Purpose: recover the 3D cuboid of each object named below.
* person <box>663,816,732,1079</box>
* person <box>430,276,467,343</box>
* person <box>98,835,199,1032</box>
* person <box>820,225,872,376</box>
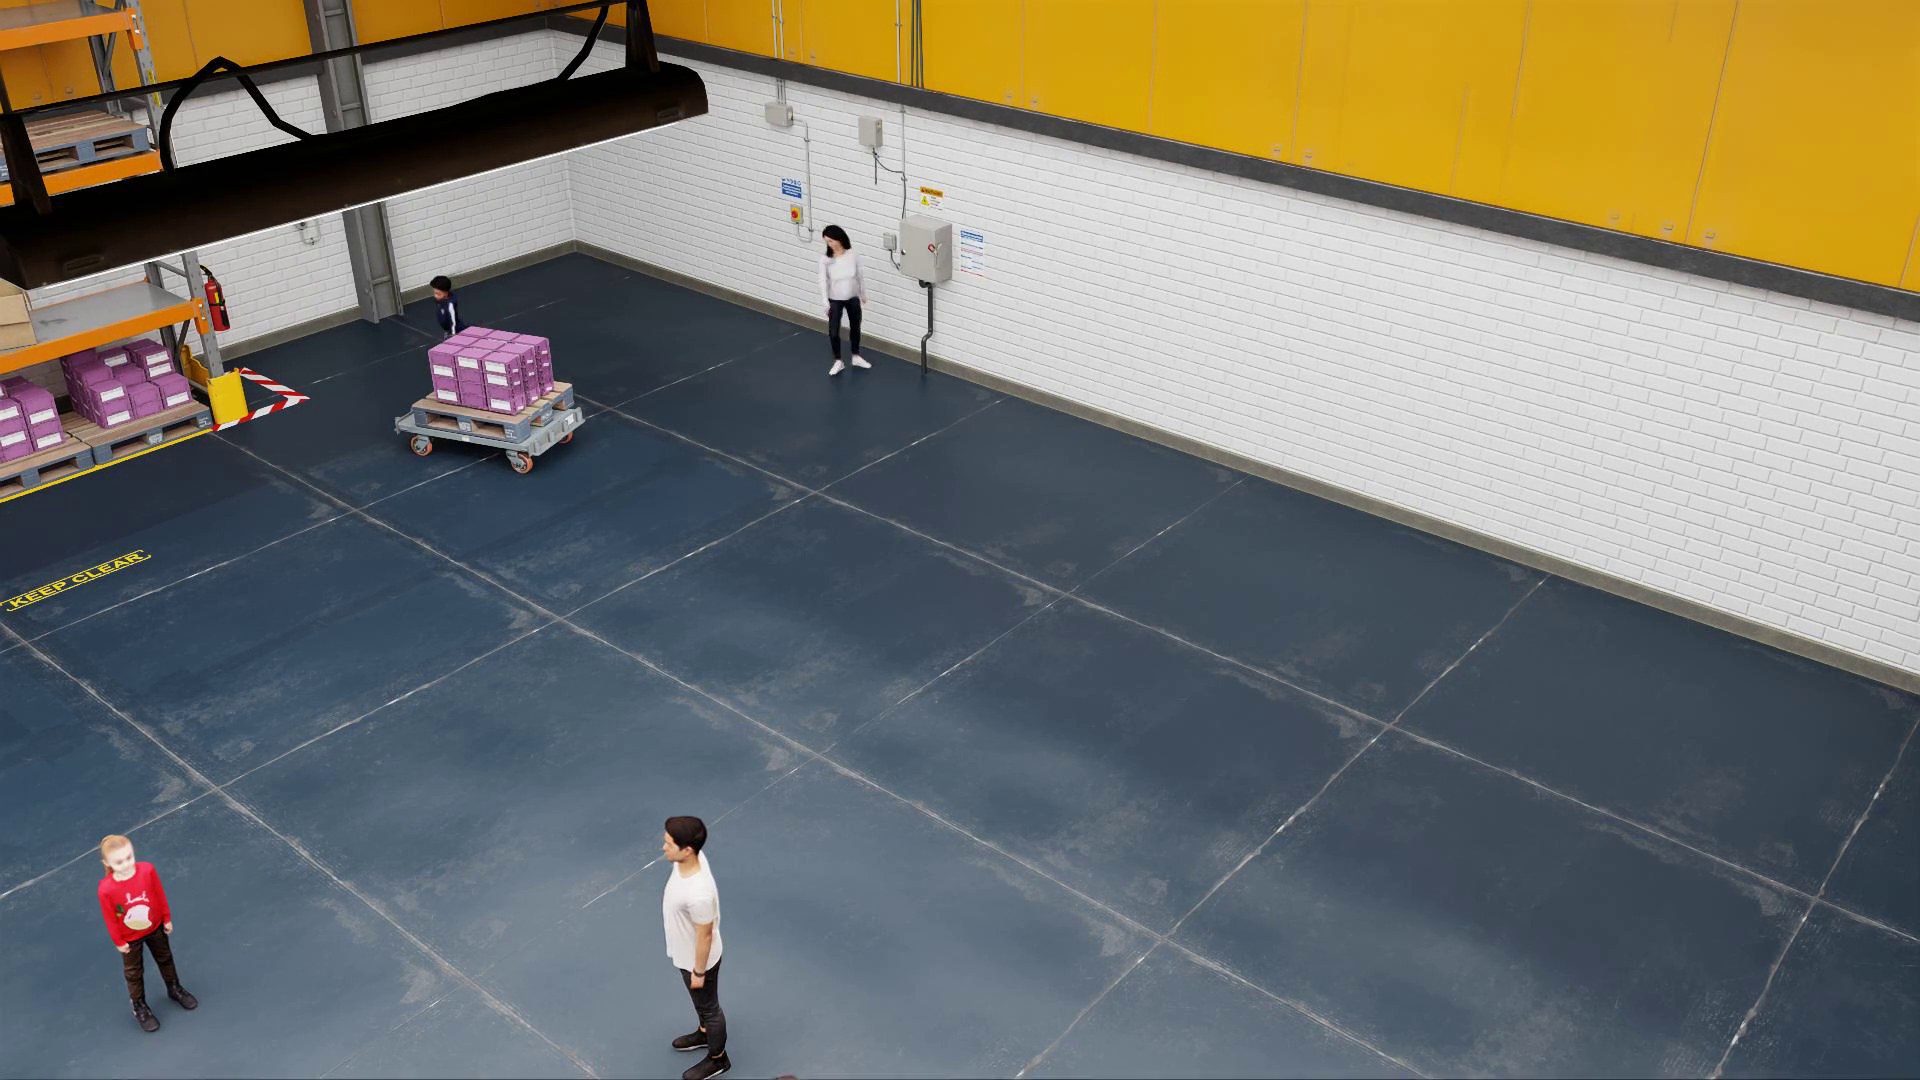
[{"bbox_3d":[-1.434,2.196,9.055,0.706,1.722,0.705,-10,30,-17],"label":"person"},{"bbox_3d":[-5.396,-2.285,17.832,0.776,1.183,0.533,-22,36,-34],"label":"person"},{"bbox_3d":[-4.681,2.210,9.491,0.534,1.280,0.407,22,35,34],"label":"person"},{"bbox_3d":[-1.263,-2.590,17.883,0.706,1.670,0.852,-20,34,-32],"label":"person"}]
